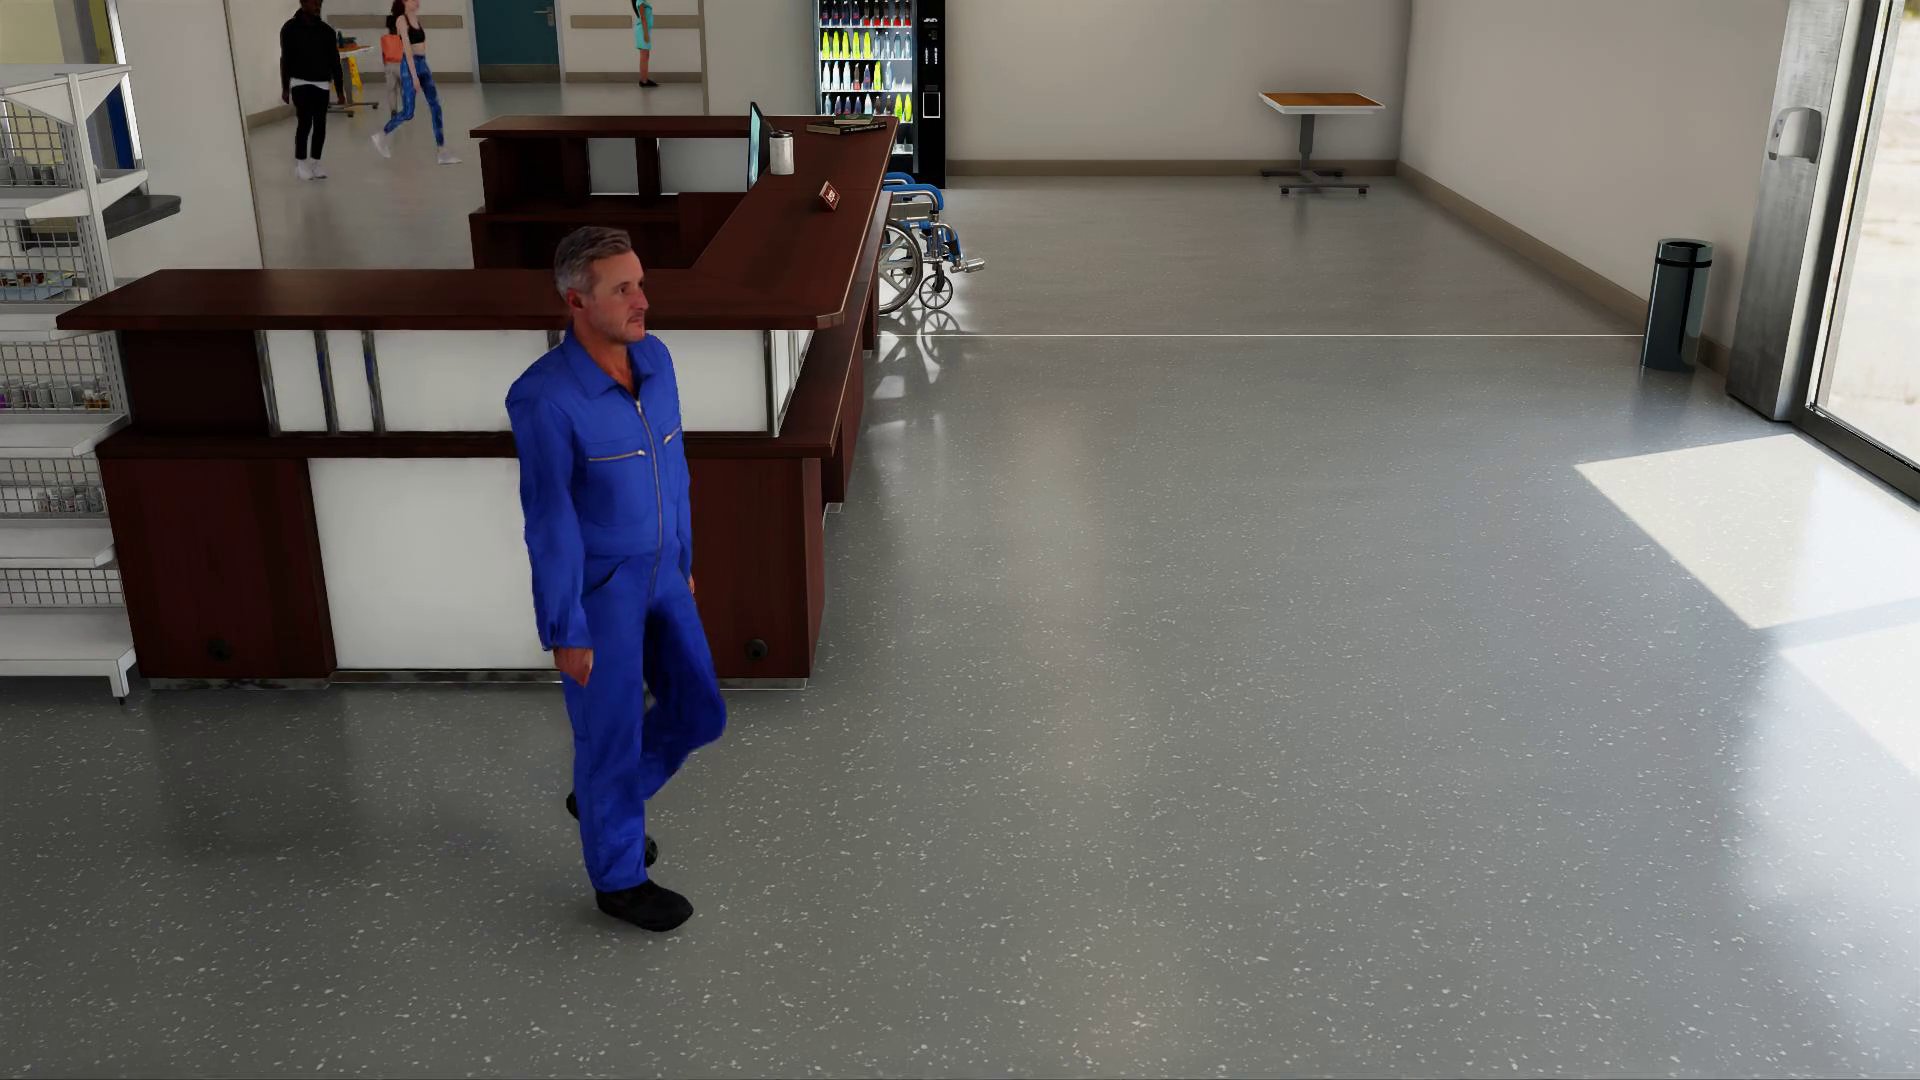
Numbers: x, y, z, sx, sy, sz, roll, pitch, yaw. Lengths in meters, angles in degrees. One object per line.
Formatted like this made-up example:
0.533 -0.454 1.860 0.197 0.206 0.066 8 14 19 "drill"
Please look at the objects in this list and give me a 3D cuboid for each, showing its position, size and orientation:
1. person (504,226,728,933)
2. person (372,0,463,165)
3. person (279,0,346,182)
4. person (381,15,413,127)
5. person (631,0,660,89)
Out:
-0.930 0.119 4.140 0.910 1.813 0.887 10 23 25 "person"
-5.623 -4.677 16.885 1.216 1.755 0.730 4 21 11 "person"
-6.306 -4.370 16.042 0.833 1.778 0.913 -10 23 -24 "person"
-6.888 -5.711 20.265 0.884 1.295 0.647 -4 21 -9 "person"
-4.710 -7.547 24.739 0.621 1.558 0.609 -6 22 -16 "person"
